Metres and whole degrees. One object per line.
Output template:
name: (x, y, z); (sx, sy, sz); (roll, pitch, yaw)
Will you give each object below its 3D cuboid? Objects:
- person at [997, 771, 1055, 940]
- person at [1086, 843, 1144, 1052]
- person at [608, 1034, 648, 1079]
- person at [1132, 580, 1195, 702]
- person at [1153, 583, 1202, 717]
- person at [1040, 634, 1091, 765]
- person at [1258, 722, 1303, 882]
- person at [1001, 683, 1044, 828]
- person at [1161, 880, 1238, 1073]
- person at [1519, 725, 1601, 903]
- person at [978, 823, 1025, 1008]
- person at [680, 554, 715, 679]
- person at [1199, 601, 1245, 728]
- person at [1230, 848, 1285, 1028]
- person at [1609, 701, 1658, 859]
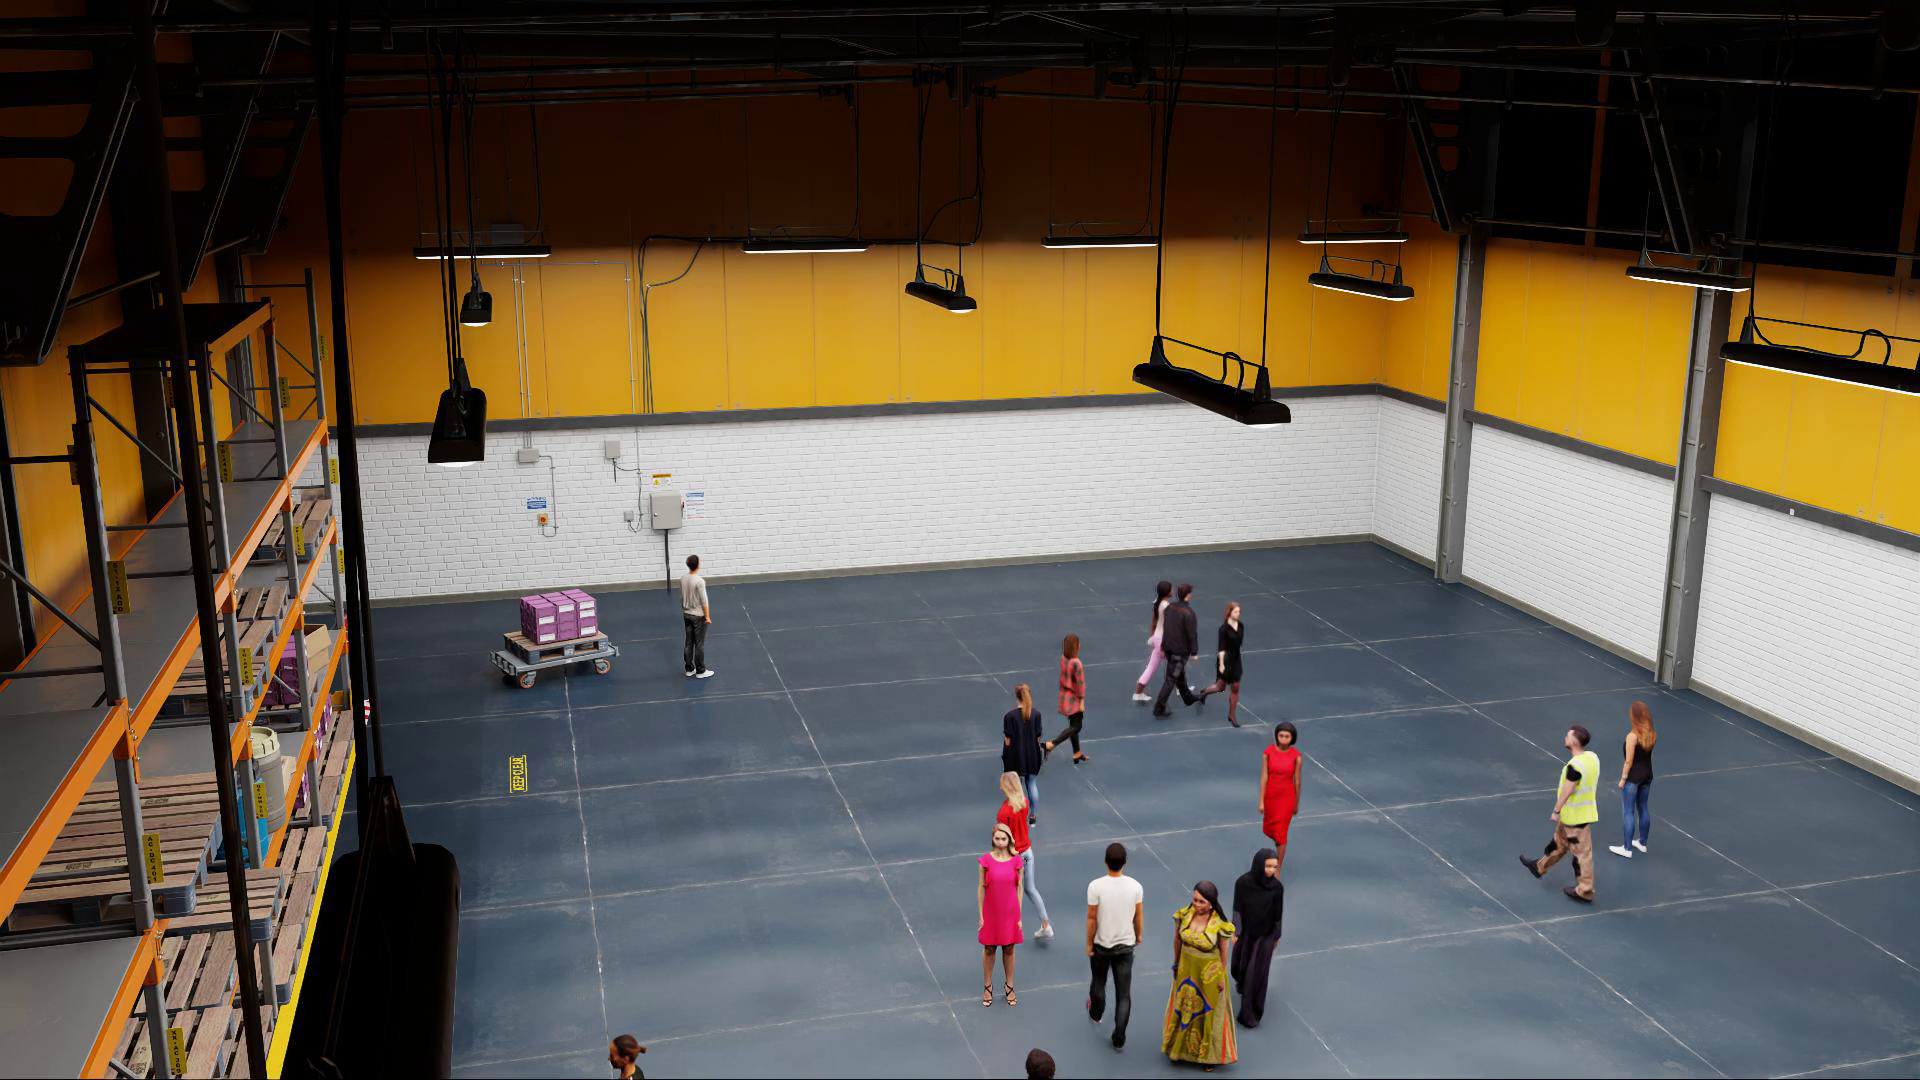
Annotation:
person: (0.598, 3.076, 16.039); (1.009, 1.666, 1.235); (-13, 19, -43)
person: (1.318, 3.479, 14.136); (0.779, 1.779, 1.019); (-1, 14, -4)
person: (-2.239, 4.176, 11.491); (0.639, 1.669, 0.459); (-3, 14, -13)
person: (2.685, 1.432, 22.779); (0.657, 1.688, 1.095); (-3, 14, -13)
person: (2.823, 1.503, 22.257); (1.016, 1.798, 1.177); (-10, 17, -35)
person: (1.318, 1.996, 20.457); (0.822, 1.686, 0.955); (-8, 16, -29)
person: (3.339, 2.718, 17.403); (0.878, 1.720, 1.033); (4, 14, 15)
person: (0.709, 2.419, 18.697); (0.621, 1.692, 0.546); (-4, 14, -16)
person: (2.012, 3.603, 13.876); (1.005, 1.660, 1.055); (7, 15, 26)
person: (6.323, 2.801, 16.873); (1.230, 1.808, 1.086); (12, 18, 40)
person: (0.362, 3.330, 14.857); (0.611, 1.729, 0.597); (-1, 14, -3)
person: (-3.825, 1.087, 23.946); (0.706, 1.811, 0.794); (10, 17, 35)
person: (3.498, 1.621, 22.005); (0.796, 1.685, 1.016); (-9, 16, -33)
person: (2.613, 3.444, 14.679); (0.855, 1.590, 1.023); (4, 14, 15)
person: (7.321, 2.576, 17.985); (0.642, 1.721, 0.587); (-8, 16, -29)
